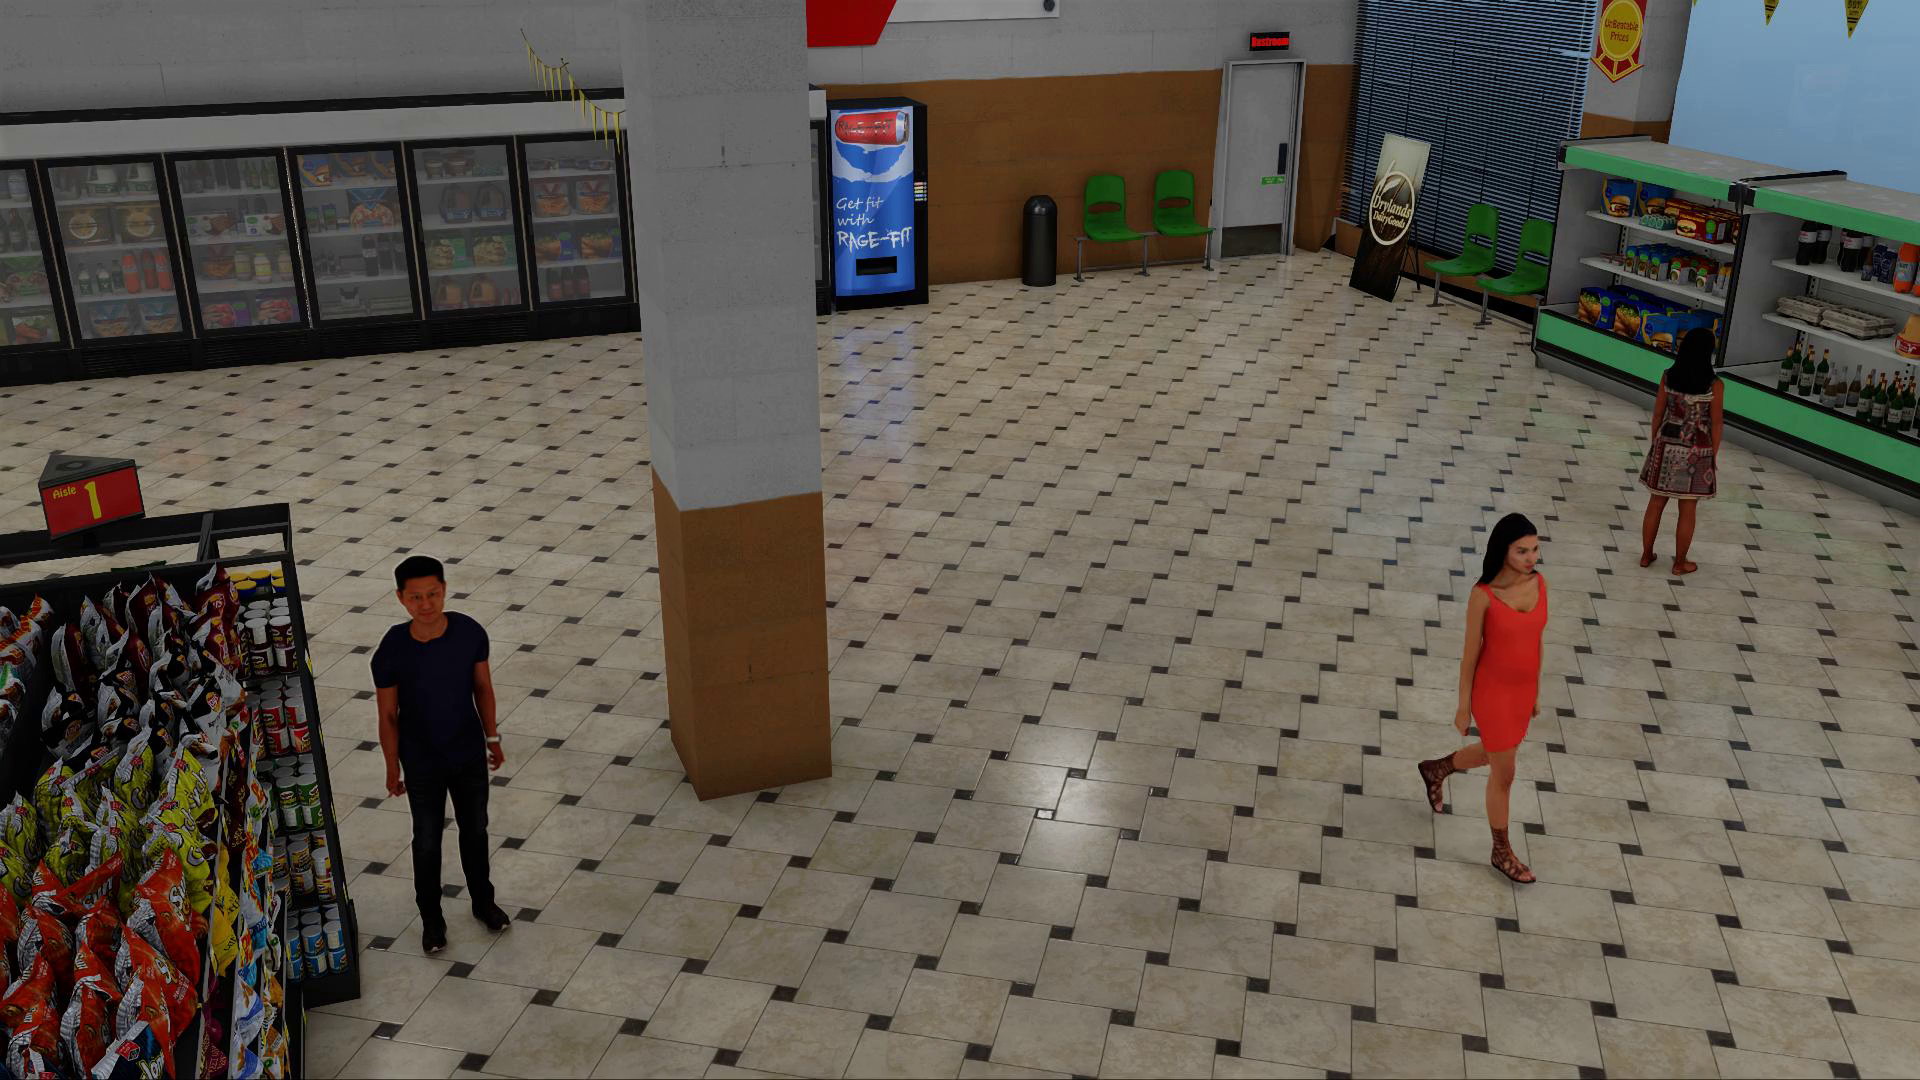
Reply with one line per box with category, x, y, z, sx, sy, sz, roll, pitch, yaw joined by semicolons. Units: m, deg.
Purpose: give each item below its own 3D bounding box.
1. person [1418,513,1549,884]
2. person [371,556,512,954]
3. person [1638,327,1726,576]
person;2.428;0.680;7.628;0.681;1.694;1.067;-11;24;-25
person;-2.172;0.881;6.996;0.694;1.791;0.590;-13;25;-30
person;4.702;-0.583;10.836;0.642;1.645;0.784;19;28;39
